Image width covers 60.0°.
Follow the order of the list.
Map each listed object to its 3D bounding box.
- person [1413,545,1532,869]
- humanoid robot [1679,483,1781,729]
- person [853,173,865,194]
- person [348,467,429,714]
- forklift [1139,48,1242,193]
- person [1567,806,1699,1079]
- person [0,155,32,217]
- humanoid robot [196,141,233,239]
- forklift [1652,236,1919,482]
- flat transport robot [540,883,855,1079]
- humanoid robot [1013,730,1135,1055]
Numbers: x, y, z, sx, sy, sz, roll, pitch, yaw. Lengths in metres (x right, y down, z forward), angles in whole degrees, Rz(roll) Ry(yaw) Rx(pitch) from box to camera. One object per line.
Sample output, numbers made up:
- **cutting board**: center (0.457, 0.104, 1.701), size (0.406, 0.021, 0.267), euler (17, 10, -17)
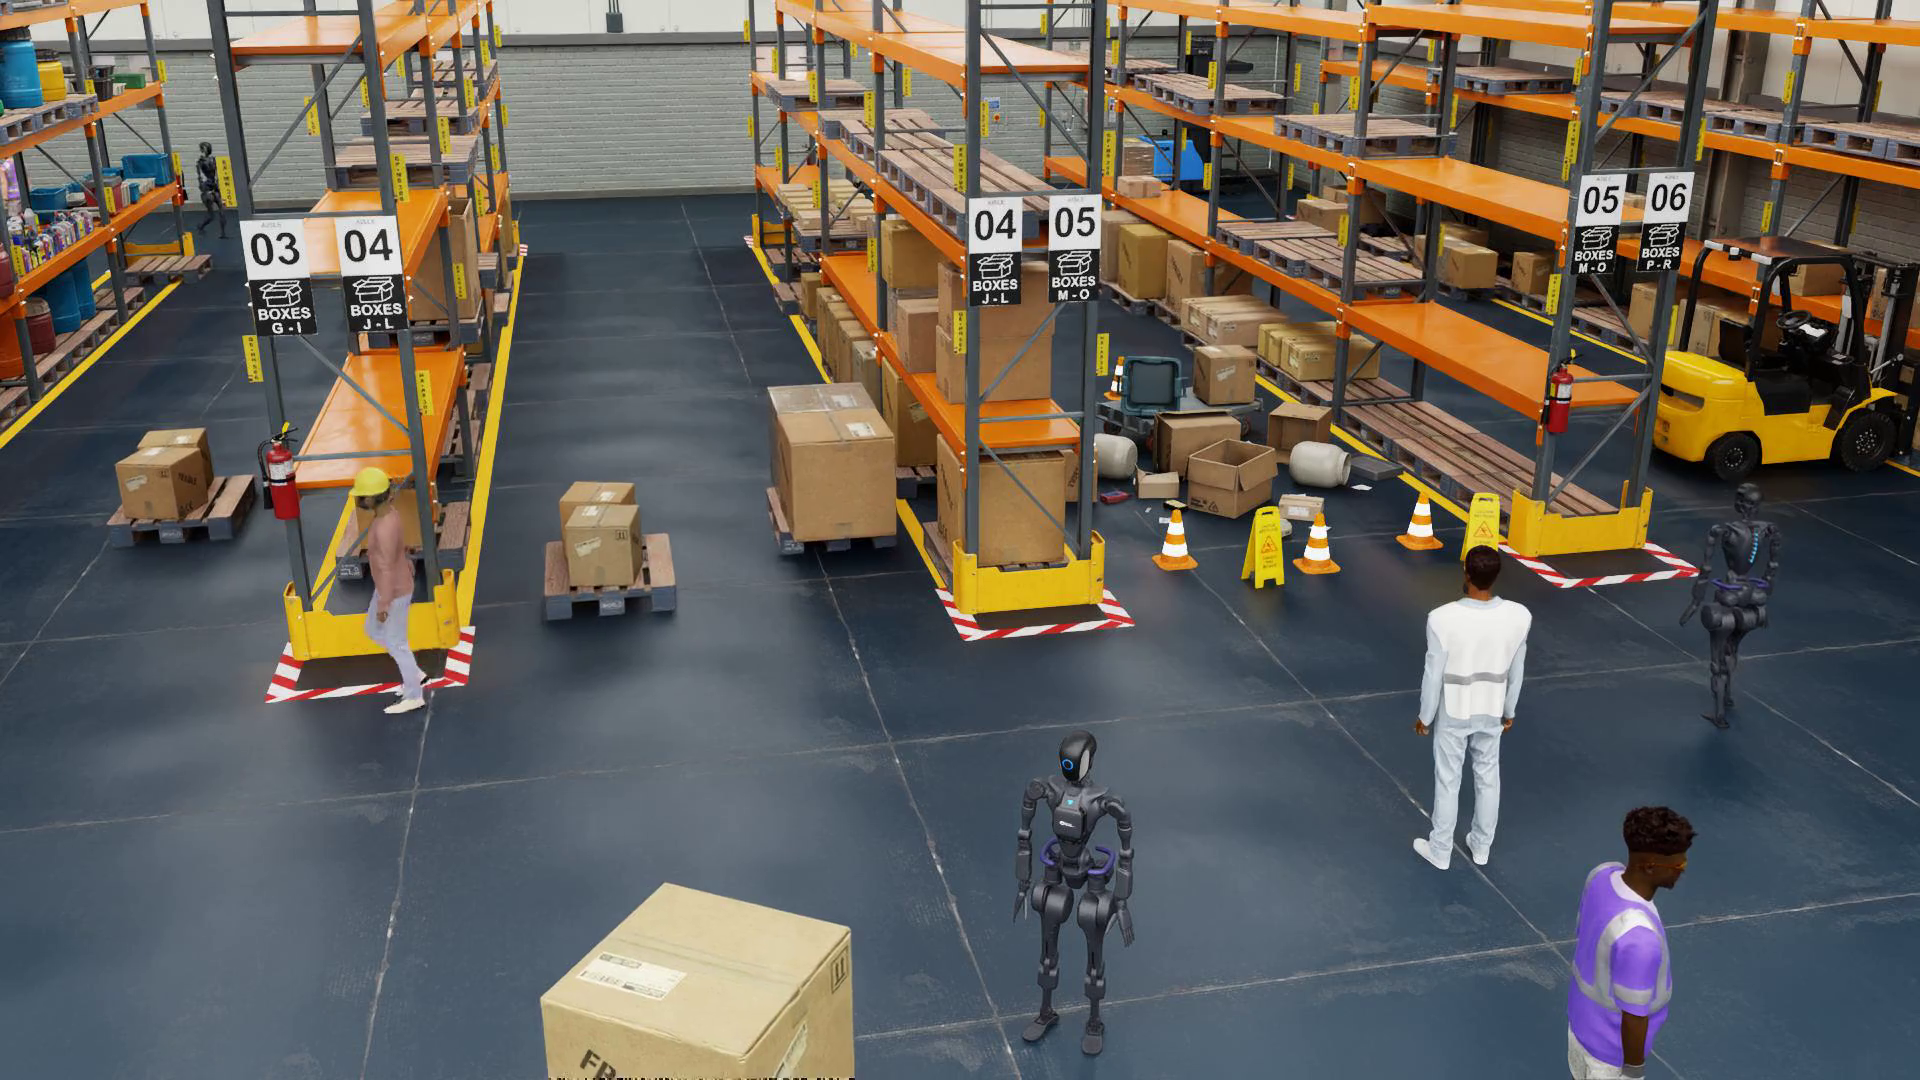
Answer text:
- **person**: center (2.839, 0.947, 9.285), size (0.589, 1.919, 0.399), euler (-2, 21, -6)
- **humanoid robot**: center (5.127, 0.417, 11.067), size (0.597, 1.644, 0.489), euler (-3, 21, -8)
- **person**: center (-1.992, -6.928, 30.835), size (0.709, 1.672, 0.536), euler (-1, 20, -2)
- **person**: center (-3.852, 0.344, 11.148), size (0.383, 1.751, 0.537), euler (-7, 21, -18)
- **forklift**: center (4.566, -8.313, 32.860), size (1.873, 2.768, 1.129), euler (-4, 21, -12)
- **person**: center (2.594, 1.928, 6.579), size (0.361, 1.962, 0.611), euler (2, 20, 5)
- **person**: center (-15.369, -5.567, 27.158), size (0.349, 1.688, 0.489), euler (11, 23, 27)
- **humanoid robot**: center (-12.701, -5.915, 28.131), size (0.559, 1.641, 0.587), euler (7, 21, 17)
- **forklift**: center (8.013, -1.814, 16.330), size (2.313, 2.155, 1.214), euler (-4, 21, -12)
- **flat transport robot**: center (-1.023, 2.738, 6.831), size (1.431, 0.231, 0.659), euler (-17, 26, -39)
- **humanoid robot**: center (0.541, 1.637, 7.753), size (0.599, 1.657, 0.315), euler (8, 22, 21)
